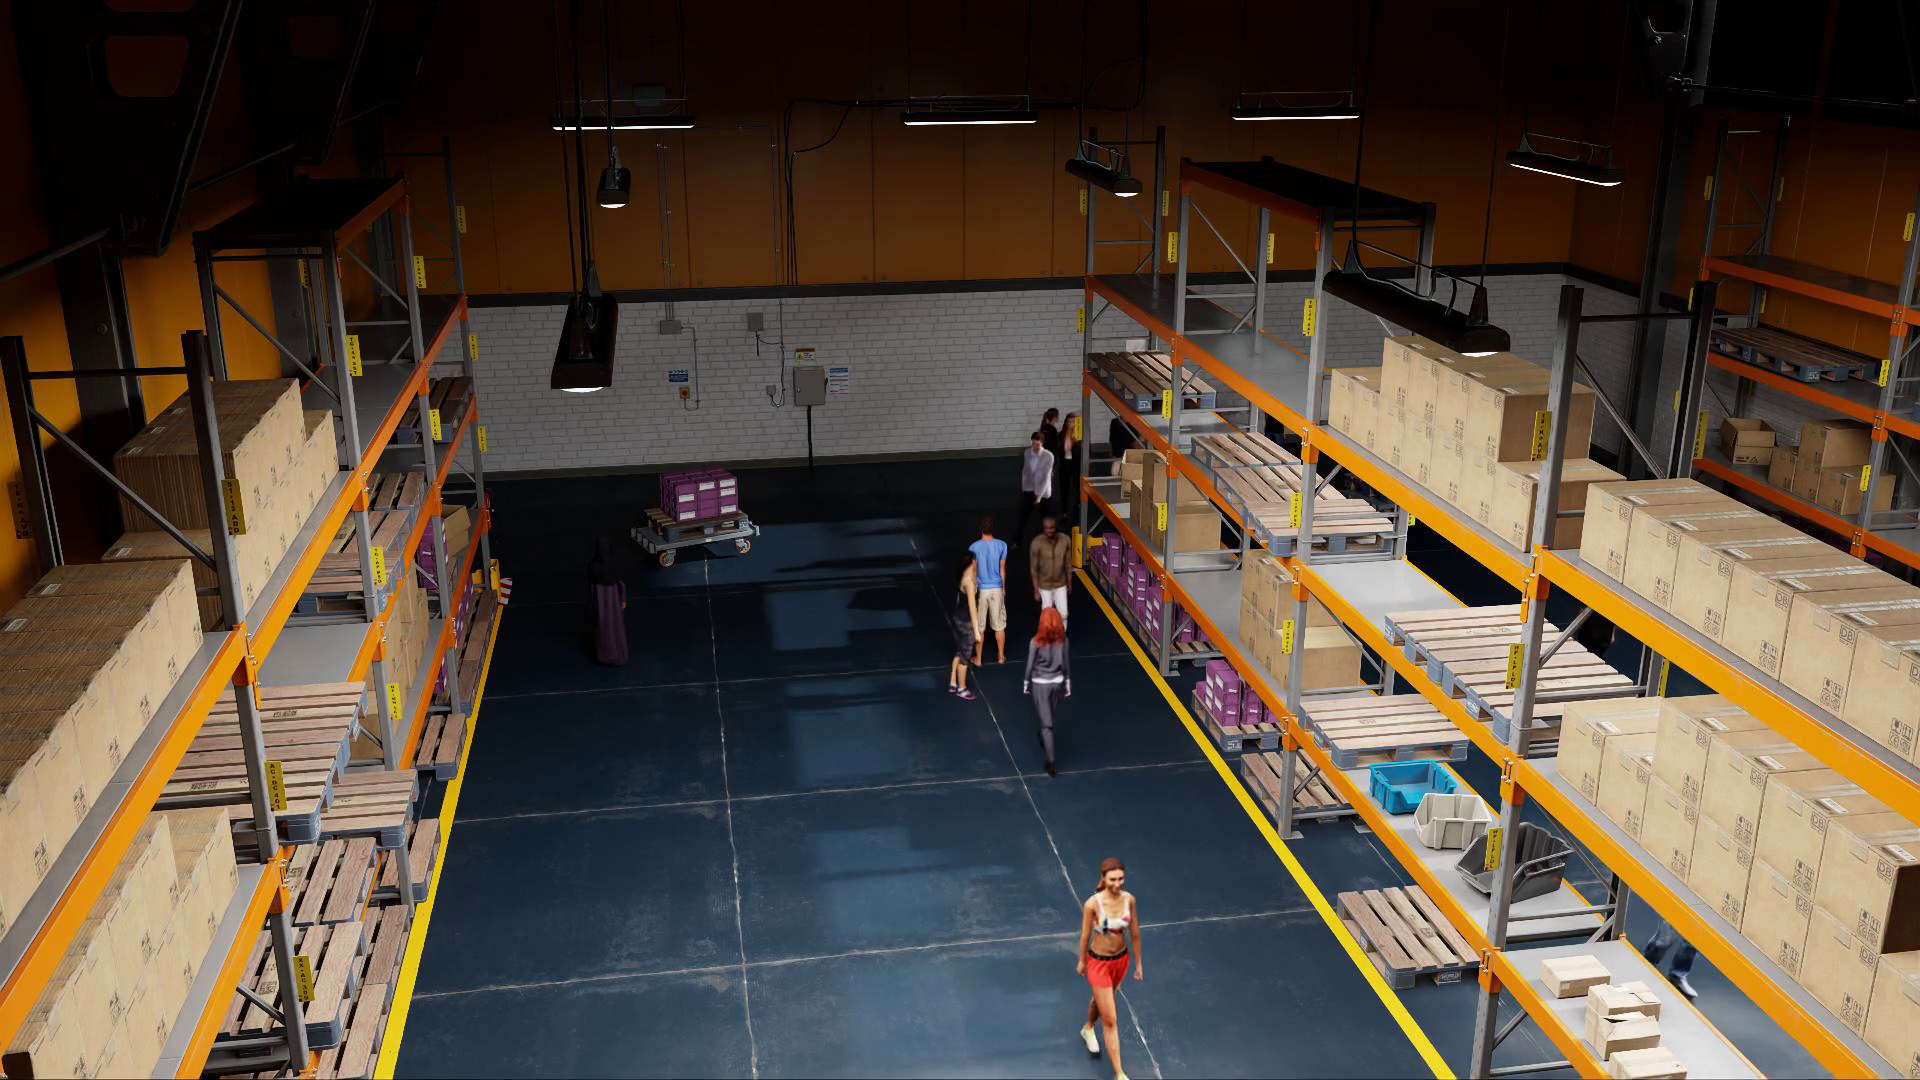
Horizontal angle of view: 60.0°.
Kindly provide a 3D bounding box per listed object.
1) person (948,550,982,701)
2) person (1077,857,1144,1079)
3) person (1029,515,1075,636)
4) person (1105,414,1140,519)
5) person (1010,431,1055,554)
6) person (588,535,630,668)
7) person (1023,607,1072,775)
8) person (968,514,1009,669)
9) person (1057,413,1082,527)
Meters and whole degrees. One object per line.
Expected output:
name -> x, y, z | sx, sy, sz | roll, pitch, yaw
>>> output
person -> 0.027, 0.948, 18.932 | 0.792, 1.716, 0.523 | -1, 19, -2
person -> 1.072, 3.136, 12.389 | 0.723, 1.746, 1.189 | -6, 20, -18
person -> 1.073, 0.525, 20.052 | 0.753, 1.804, 0.656 | -6, 19, -17
person -> 2.514, -1.237, 25.307 | 1.086, 1.788, 1.308 | 7, 20, 21
person -> 1.167, -0.686, 23.681 | 1.177, 1.782, 1.280 | 13, 23, 34
person -> -4.208, 0.709, 19.797 | 0.611, 1.616, 0.602 | -2, 19, -6
person -> 0.920, 1.565, 17.061 | 0.699, 1.740, 1.069 | -5, 19, -16
person -> 0.335, 0.597, 19.743 | 0.655, 1.863, 0.564 | -4, 19, -12
person -> 1.705, -1.099, 25.085 | 0.984, 1.669, 1.228 | 6, 20, 18
